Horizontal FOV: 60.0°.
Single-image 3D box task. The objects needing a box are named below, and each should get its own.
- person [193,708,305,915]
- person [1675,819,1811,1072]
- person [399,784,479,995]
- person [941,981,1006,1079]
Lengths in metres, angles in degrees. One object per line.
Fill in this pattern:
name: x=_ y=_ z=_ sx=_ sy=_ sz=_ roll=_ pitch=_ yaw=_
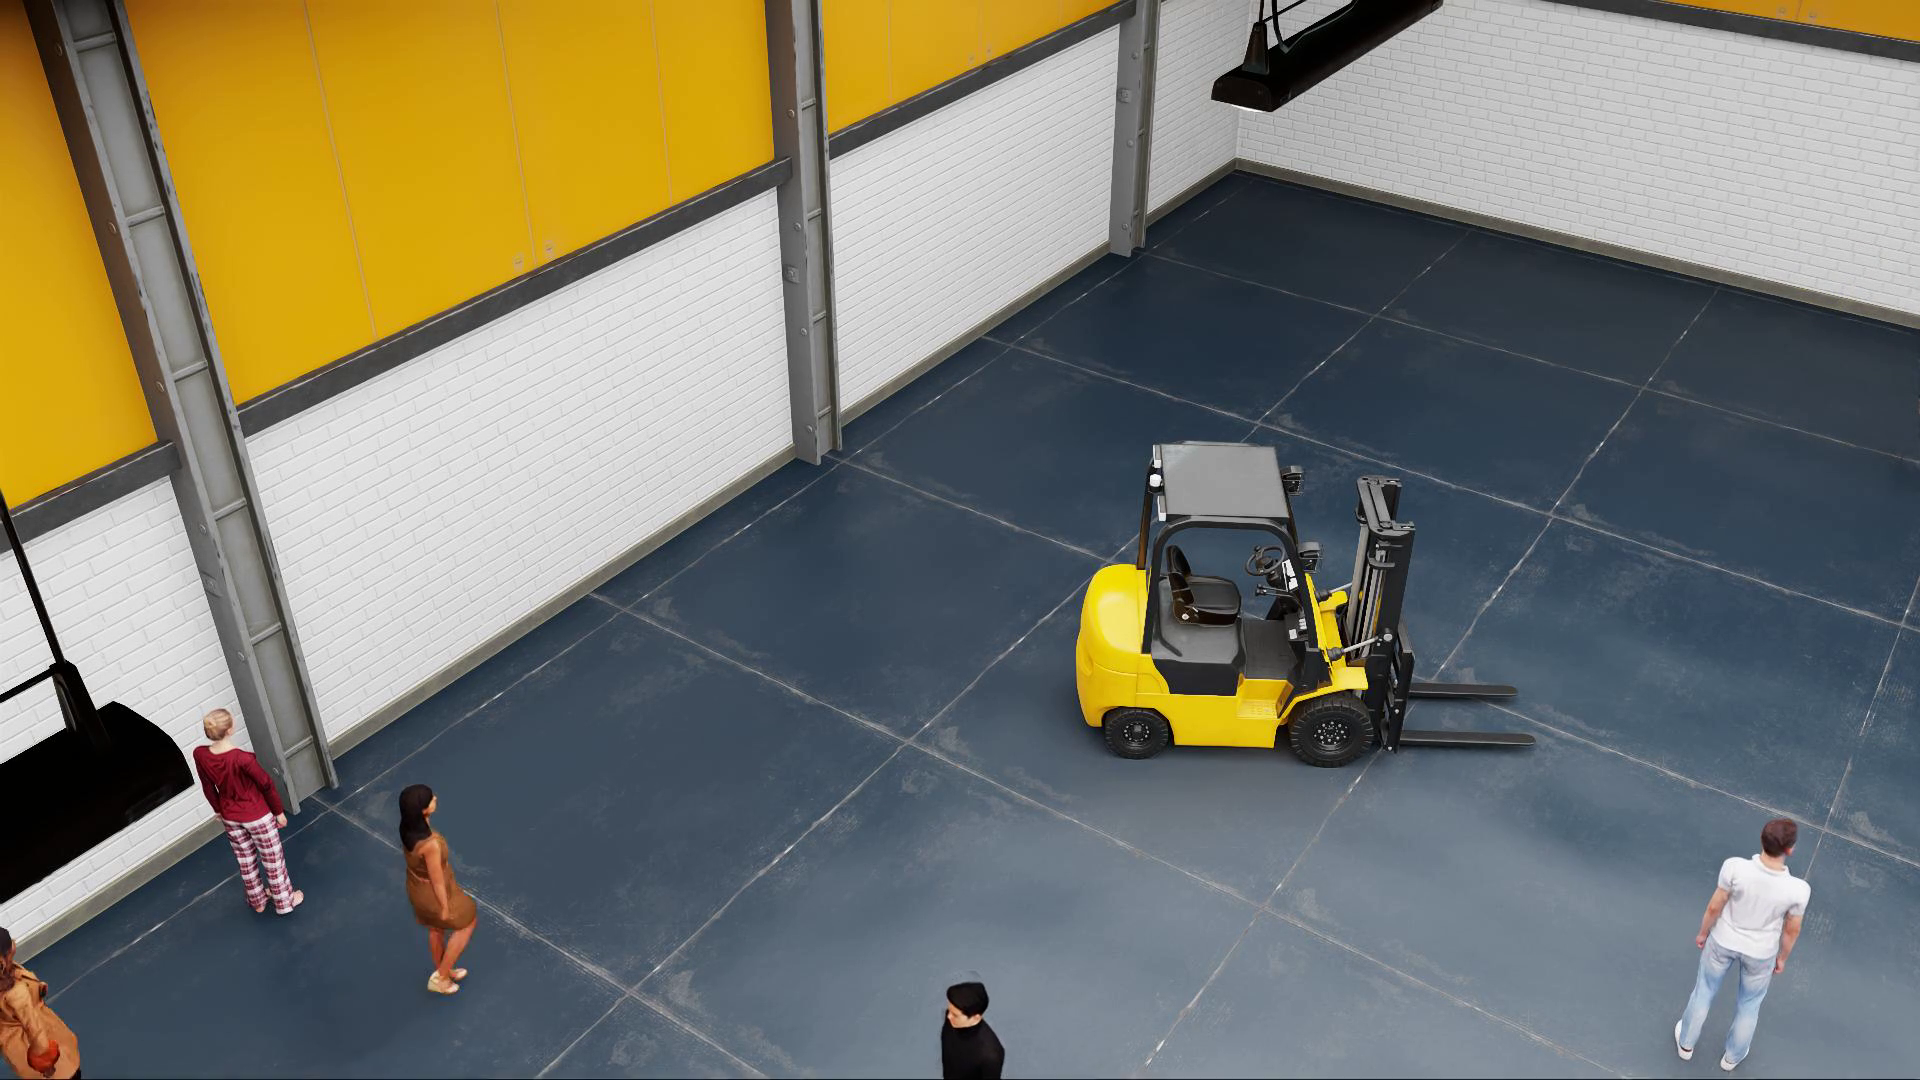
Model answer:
person: x=-4.666 y=1.765 z=10.866 sx=0.693 sy=1.699 sz=0.666 roll=4 pitch=34 yaw=7
person: x=4.610 y=2.386 z=9.794 sx=0.667 sy=1.852 sz=0.575 roll=16 pitch=37 yaw=23
person: x=-3.304 y=2.203 z=10.226 sx=0.686 sy=1.677 sz=0.632 roll=-28 pitch=42 yaw=-35
person: x=0.060 y=3.000 z=8.989 sx=0.690 sy=1.721 sz=0.721 roll=-19 pitch=38 yaw=-26
